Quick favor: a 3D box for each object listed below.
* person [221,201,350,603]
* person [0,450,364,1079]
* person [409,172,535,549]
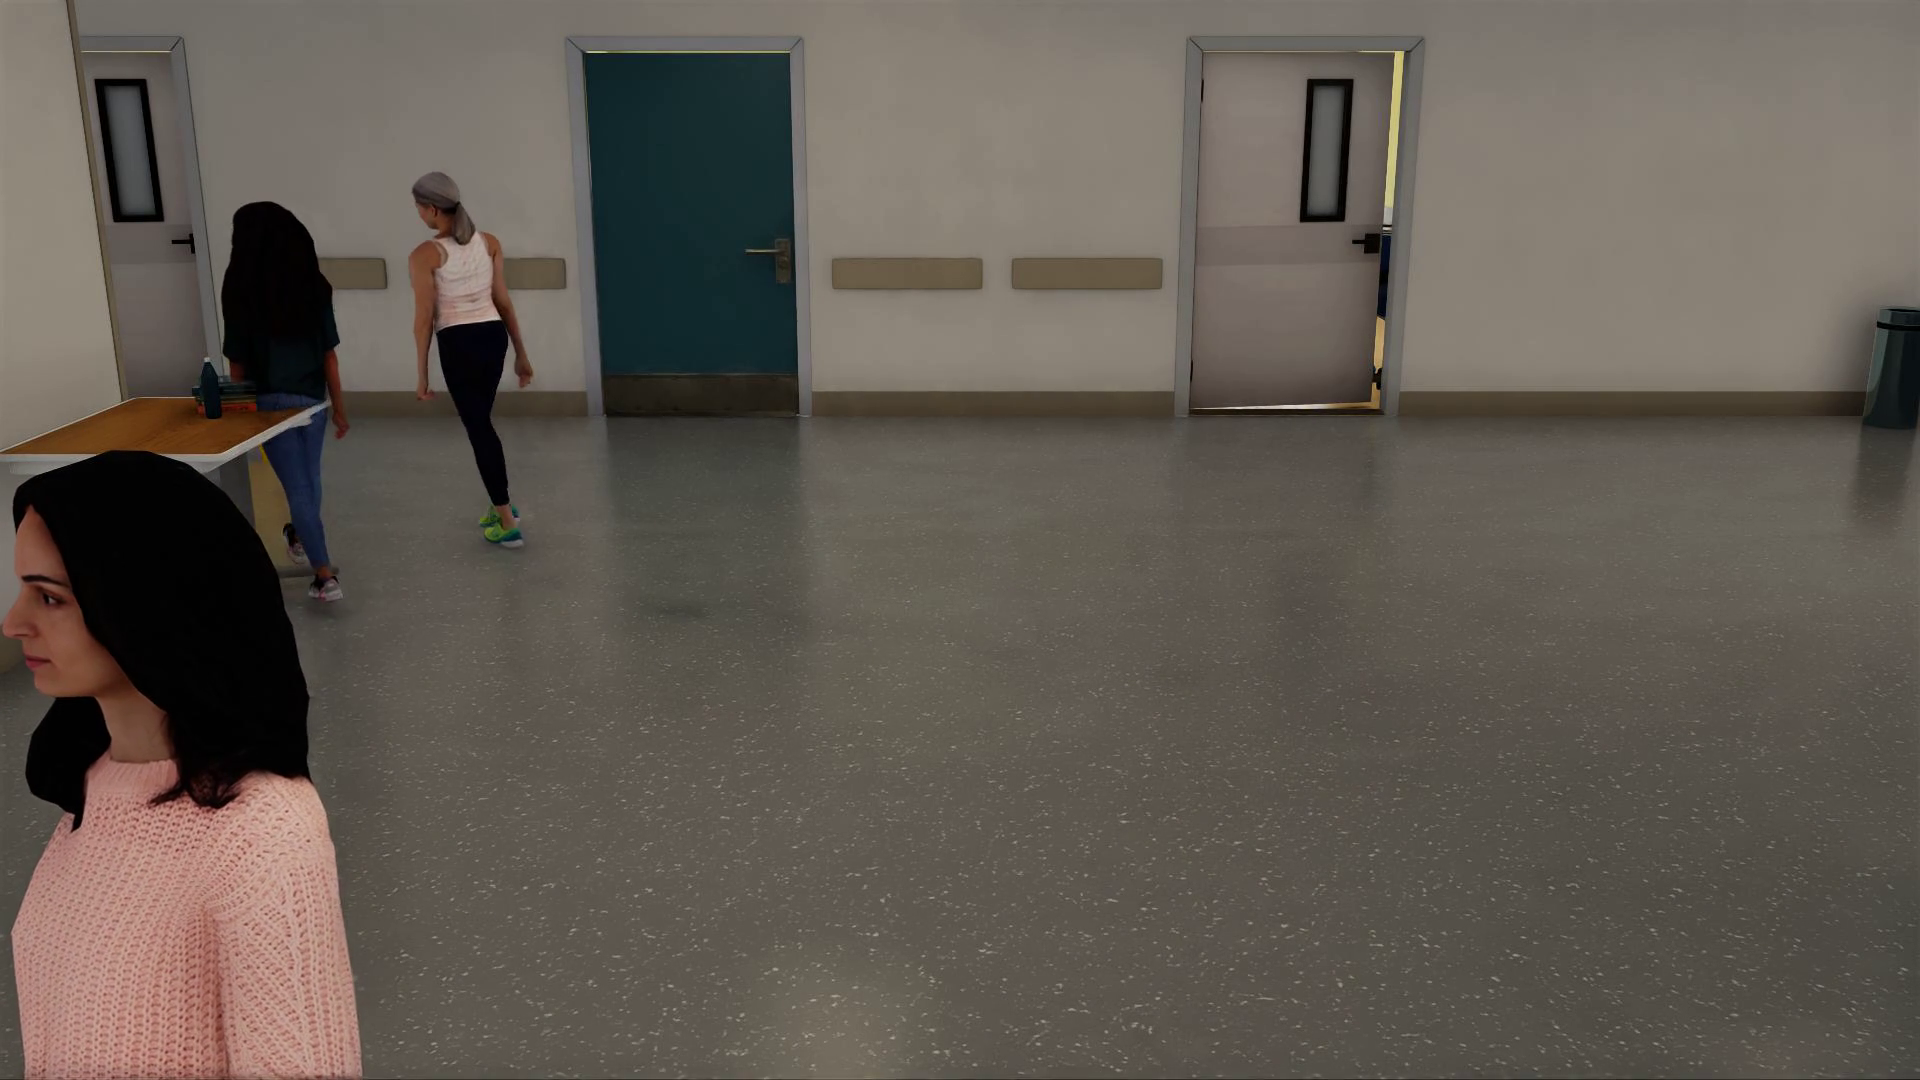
[{"bbox_3d":[-2.668,-0.509,6.661,1.089,1.571,1.065,-11,19,-35],"label":"person"},{"bbox_3d":[-0.771,0.763,1.782,0.708,1.770,0.774,14,21,41],"label":"person"},{"bbox_3d":[-2.110,-0.756,7.345,0.780,1.674,0.831,-15,21,-42],"label":"person"}]
